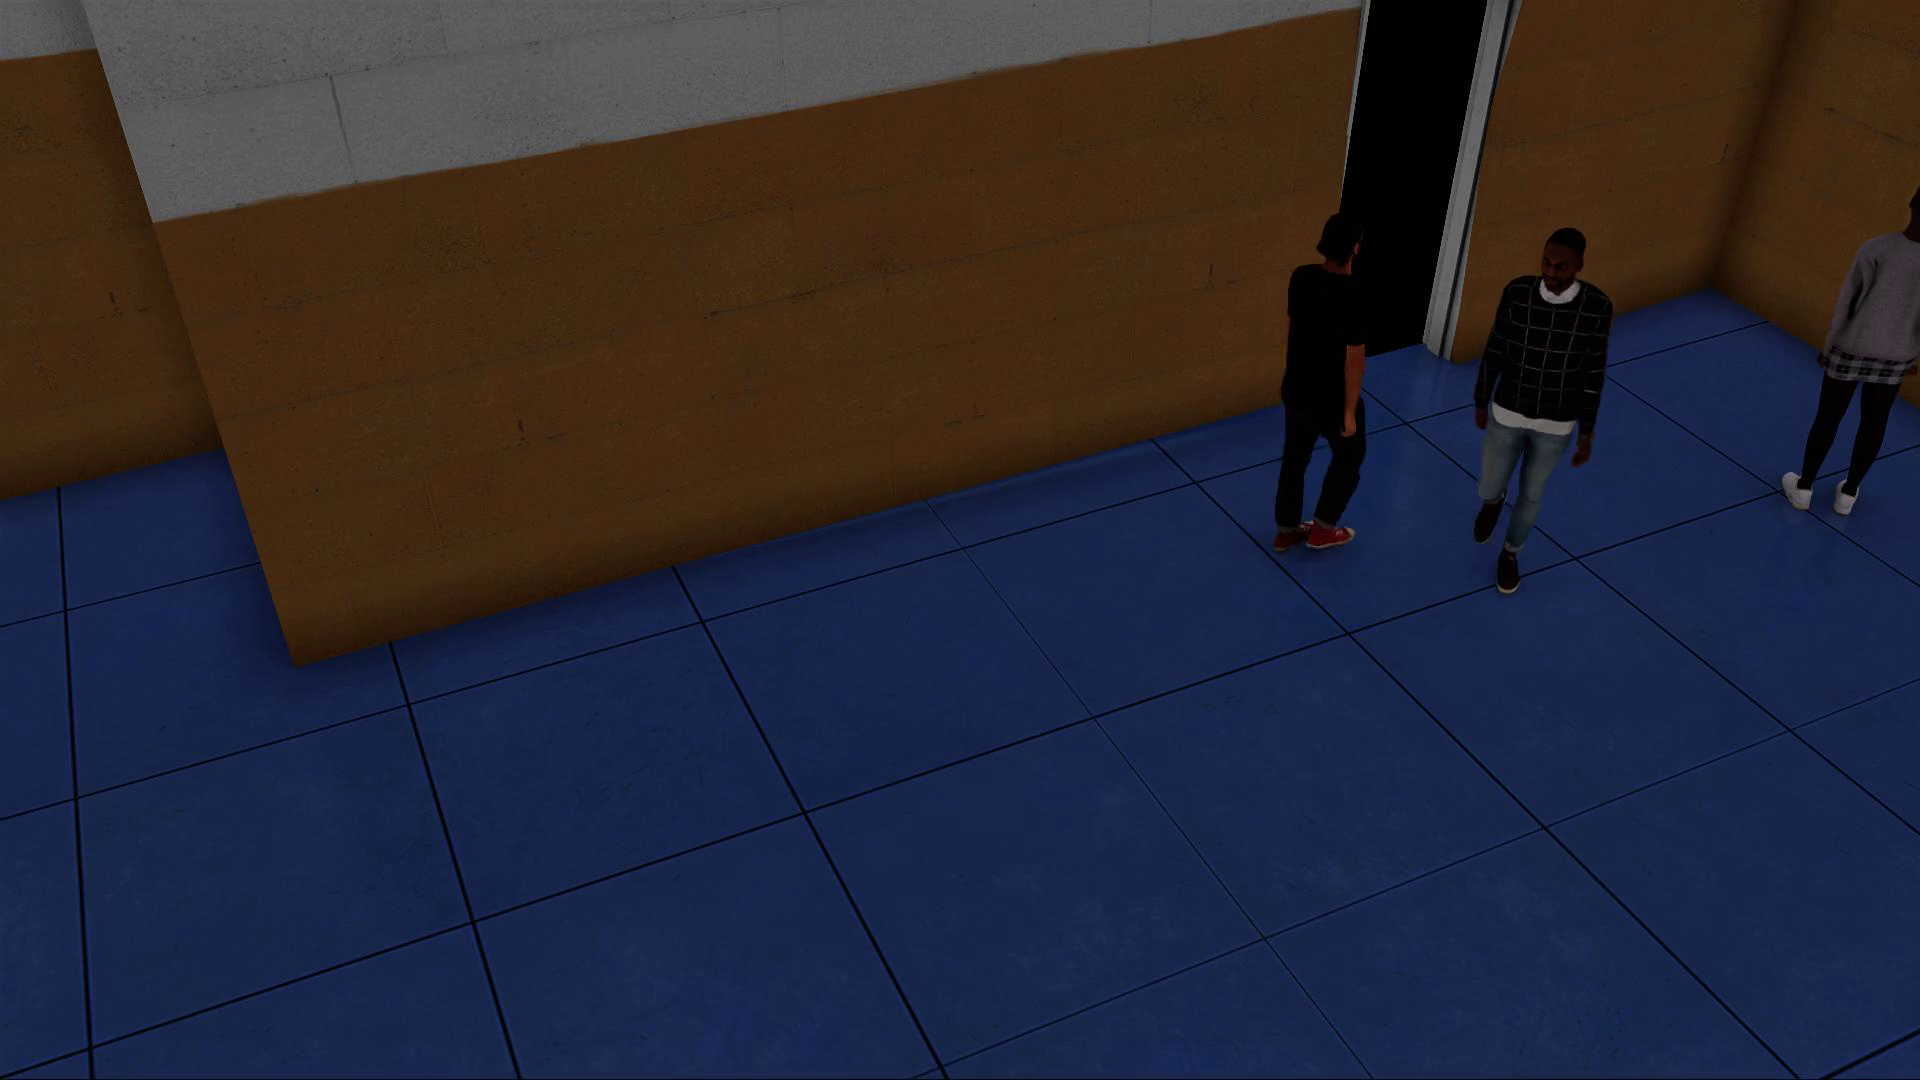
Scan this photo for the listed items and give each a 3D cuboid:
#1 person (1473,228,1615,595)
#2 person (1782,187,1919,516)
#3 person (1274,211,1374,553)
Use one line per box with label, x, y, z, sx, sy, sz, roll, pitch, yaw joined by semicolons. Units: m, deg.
person;2.608;-0.627;7.533;0.897;1.802;0.957;12;38;15
person;4.363;-0.909;7.933;0.697;1.772;0.739;9;38;12
person;1.605;-0.649;7.605;0.788;1.750;0.650;-25;44;-30
